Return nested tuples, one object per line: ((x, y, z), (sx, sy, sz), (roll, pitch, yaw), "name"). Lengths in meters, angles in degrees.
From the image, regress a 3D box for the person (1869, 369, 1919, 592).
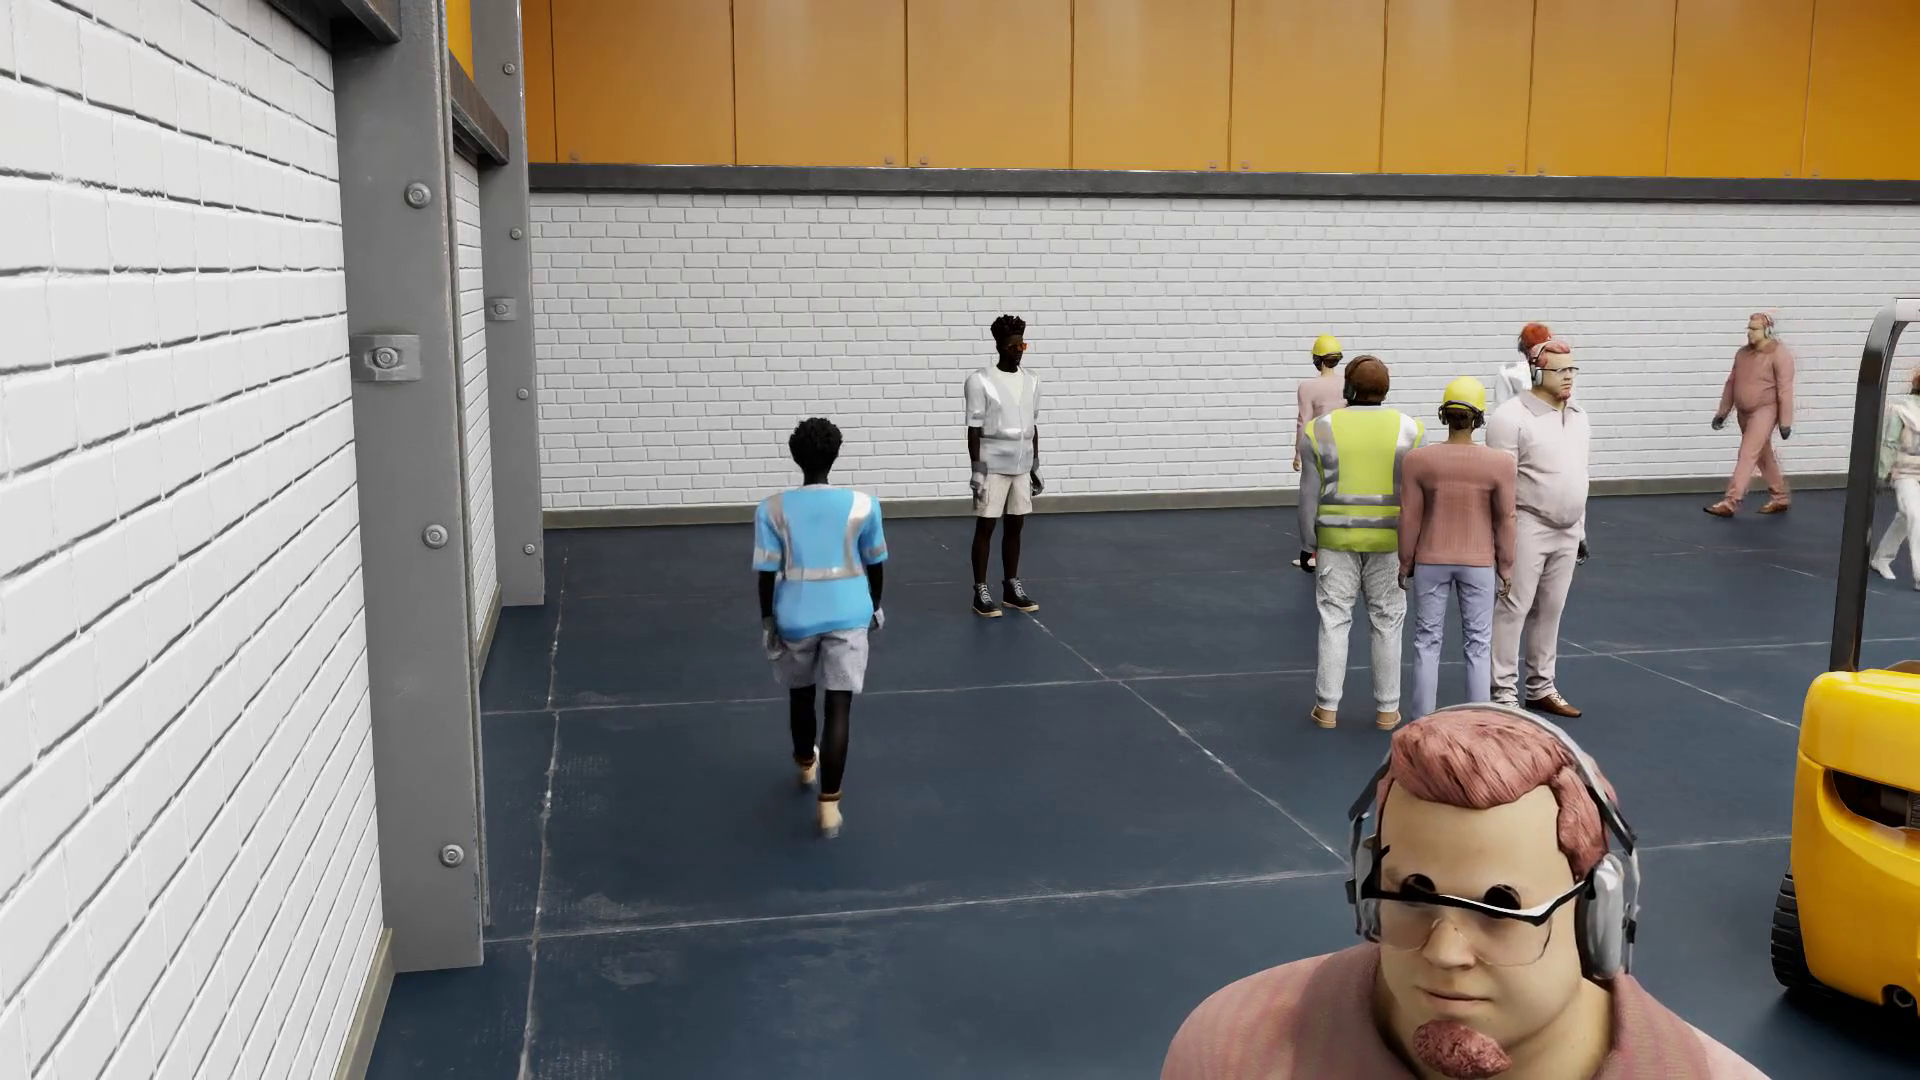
((6.784, -0.452, 11.812), (0.526, 1.589, 0.869), (-2, 9, -10), "person")

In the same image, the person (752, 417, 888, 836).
((-0.566, 0.320, 6.891), (0.539, 1.653, 0.859), (0, 9, 0), "person")

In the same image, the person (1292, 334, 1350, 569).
((2.750, -0.665, 12.557), (0.525, 1.772, 0.301), (-4, 10, -23), "person")

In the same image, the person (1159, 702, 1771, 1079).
((0.436, 1.078, 1.514), (0.641, 1.908, 0.407), (4, 10, 24), "person")

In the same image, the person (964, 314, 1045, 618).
((0.298, -0.488, 10.873), (0.603, 1.966, 0.372), (-7, 12, -36), "person")

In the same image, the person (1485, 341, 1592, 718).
((2.907, -0.033, 8.290), (0.639, 1.908, 0.409), (-5, 11, -30), "person")

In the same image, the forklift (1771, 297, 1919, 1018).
((3.542, 0.334, 5.177), (2.313, 2.155, 1.214), (-9, 13, -43), "forklift")

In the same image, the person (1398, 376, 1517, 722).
((2.320, 0.118, 7.797), (0.532, 1.766, 0.328), (3, 10, 19), "person")

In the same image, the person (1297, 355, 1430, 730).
((1.970, 0.018, 8.165), (0.626, 1.847, 0.429), (2, 9, 9), "person")

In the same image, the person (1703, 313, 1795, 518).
((7.233, -1.130, 15.137), (0.986, 1.855, 0.648), (-2, 9, -9), "person")

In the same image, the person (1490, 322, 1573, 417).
((4.207, -0.668, 12.279), (0.591, 1.874, 0.455), (0, 9, 0), "person")
